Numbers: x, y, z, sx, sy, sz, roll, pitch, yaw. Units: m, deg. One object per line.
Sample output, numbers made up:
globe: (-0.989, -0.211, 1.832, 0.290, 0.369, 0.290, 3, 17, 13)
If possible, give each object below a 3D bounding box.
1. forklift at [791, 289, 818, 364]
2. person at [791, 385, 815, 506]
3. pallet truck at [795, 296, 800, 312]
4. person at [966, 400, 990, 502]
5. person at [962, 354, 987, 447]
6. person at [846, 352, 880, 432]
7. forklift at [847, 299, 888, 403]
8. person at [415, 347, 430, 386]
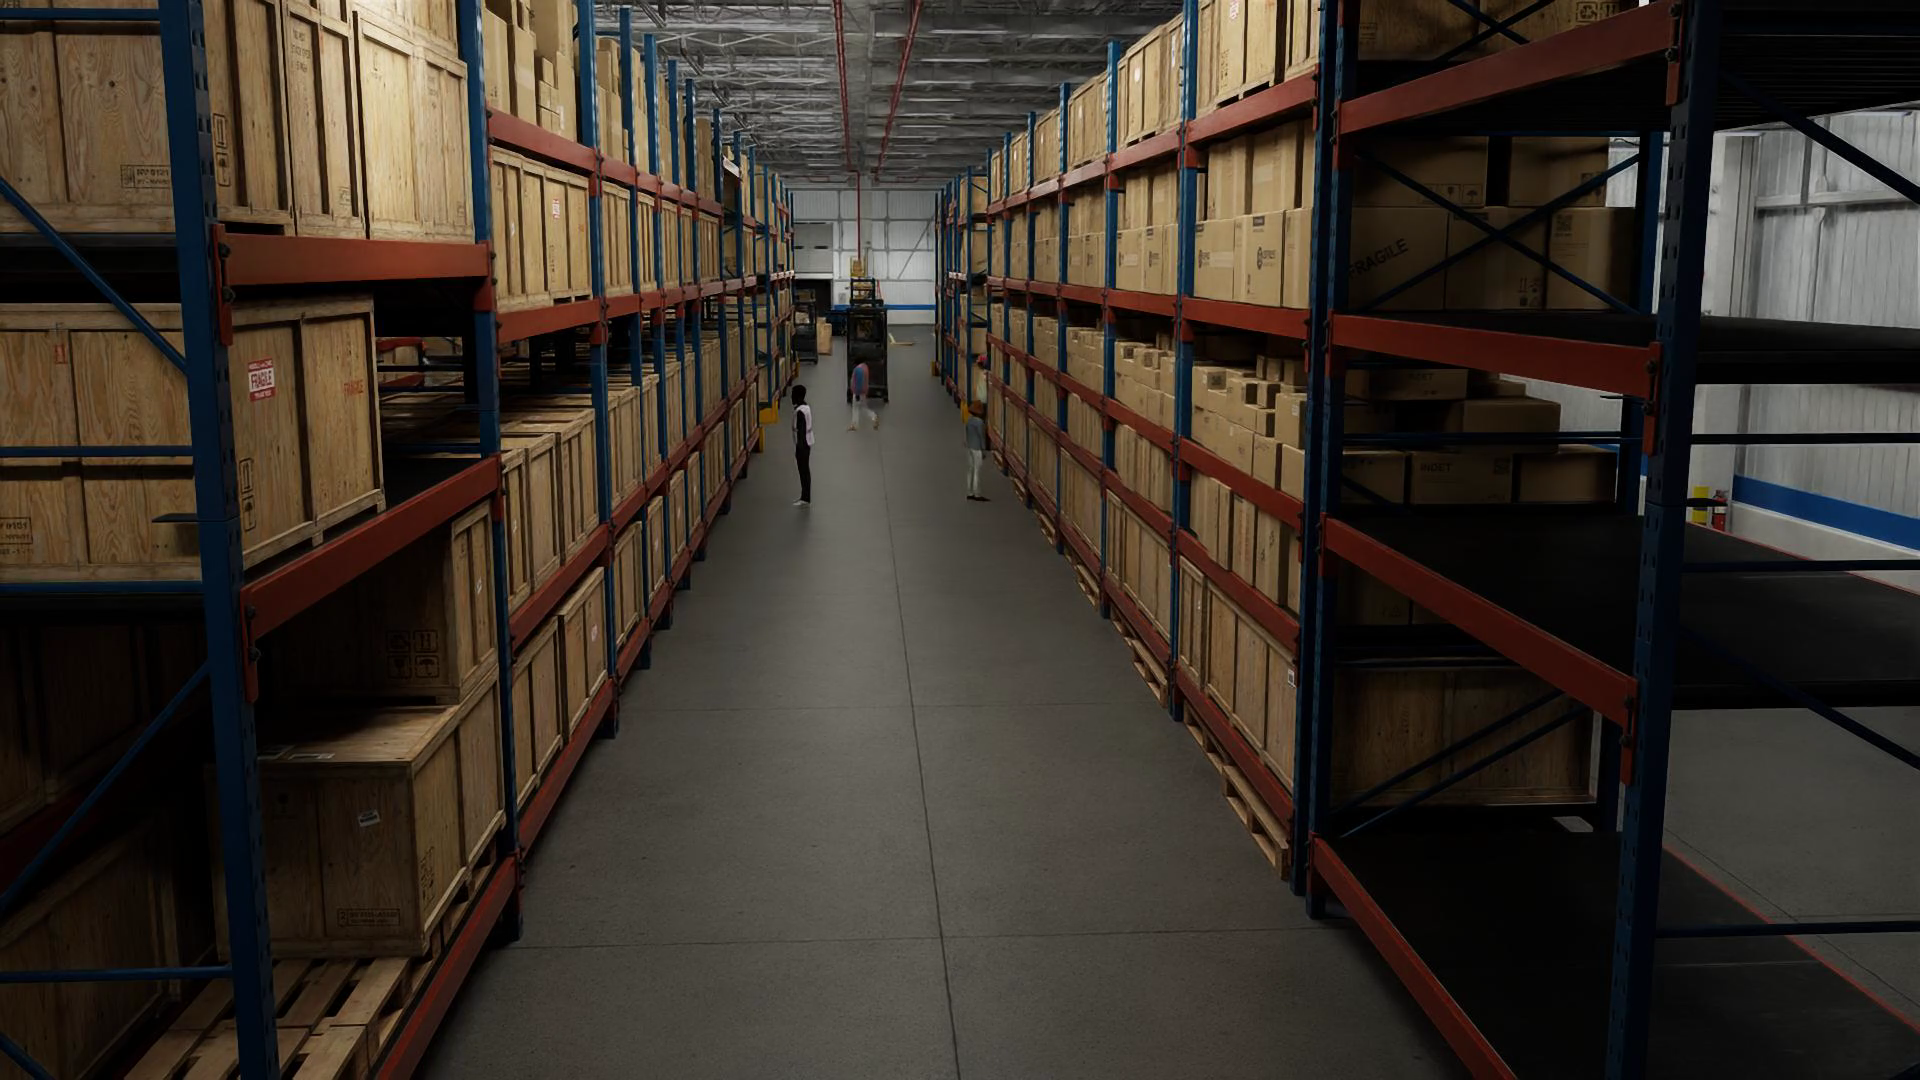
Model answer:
forklift: (-5.926, -8.050, 62.552, 1.129, 2.768, 1.873, -1, 10, -3)
person: (-2.489, -1.490, 26.236, 0.392, 1.920, 0.589, 0, 10, -1)
pallet truck: (-8.622, -12.439, 91.403, 1.885, 1.965, 0.823, 2, 10, 13)
person: (0.266, -1.431, 26.730, 0.288, 1.634, 0.499, -5, 11, -29)
person: (0.574, -2.893, 34.516, 0.981, 1.956, 0.622, -1, 10, -5)
person: (-2.206, -3.339, 37.566, 0.709, 1.823, 0.638, 2, 10, 14)
forklift: (-2.552, -5.222, 45.658, 1.129, 2.768, 1.873, -1, 10, -3)
person: (-12.228, -3.506, 37.950, 0.596, 2.025, 0.629, -1, 10, -4)
